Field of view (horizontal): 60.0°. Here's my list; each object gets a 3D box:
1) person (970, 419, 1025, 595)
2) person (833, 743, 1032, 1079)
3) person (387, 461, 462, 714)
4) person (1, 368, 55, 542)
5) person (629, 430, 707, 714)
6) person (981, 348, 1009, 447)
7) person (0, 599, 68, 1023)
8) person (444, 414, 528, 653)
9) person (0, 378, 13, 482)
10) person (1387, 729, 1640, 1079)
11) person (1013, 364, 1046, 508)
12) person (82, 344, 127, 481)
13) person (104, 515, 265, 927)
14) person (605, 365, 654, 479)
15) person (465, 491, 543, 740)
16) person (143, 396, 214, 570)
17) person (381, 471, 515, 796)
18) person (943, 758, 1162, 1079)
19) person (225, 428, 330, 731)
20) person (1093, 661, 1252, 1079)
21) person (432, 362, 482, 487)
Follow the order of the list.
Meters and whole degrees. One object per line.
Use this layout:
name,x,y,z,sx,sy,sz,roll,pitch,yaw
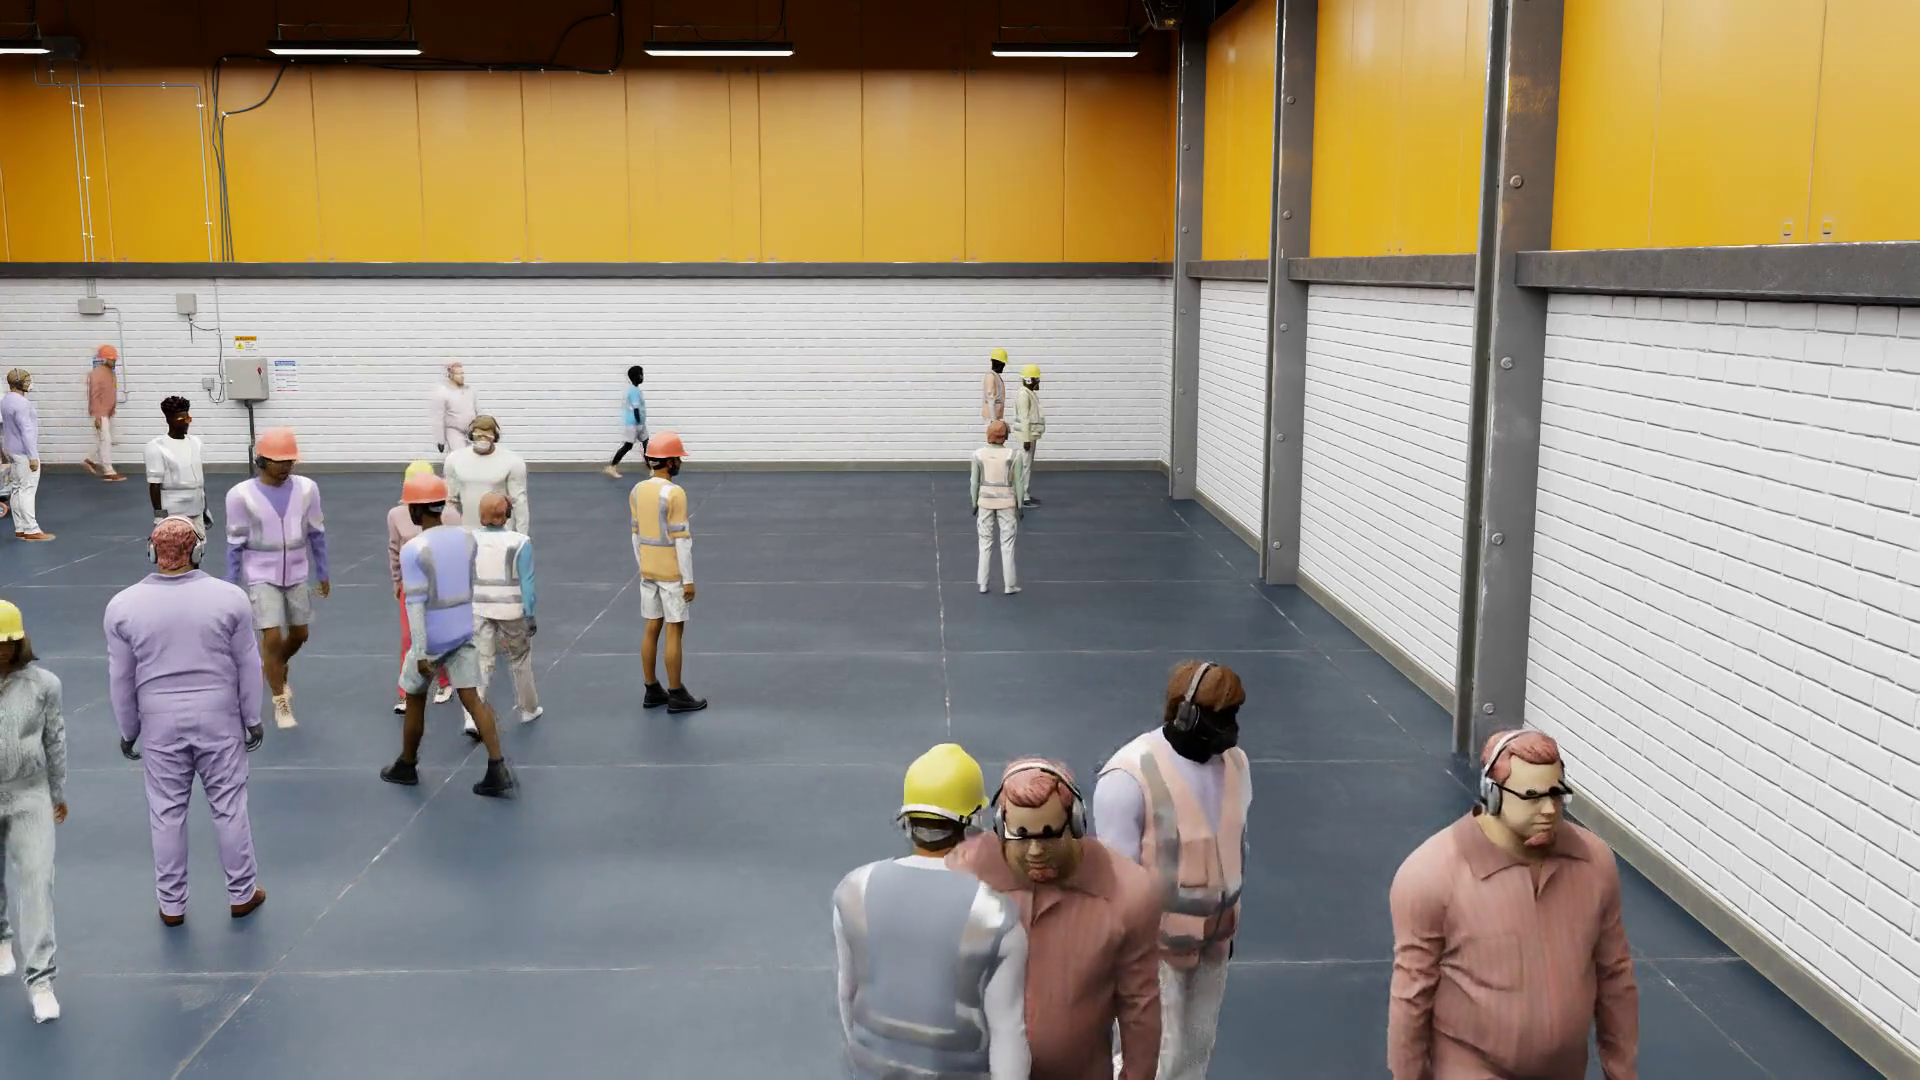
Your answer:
person,0.352,-0.301,15.502,0.522,1.636,0.309,3,10,17
person,-0.046,1.428,4.479,0.606,1.768,0.971,4,10,23
person,-3.655,0.328,11.354,0.537,1.722,0.858,0,9,-3
person,-10.424,-0.944,18.529,0.631,1.940,0.372,9,13,44
person,-2.009,0.216,11.413,0.542,1.939,0.366,8,12,41
person,0.504,-1.759,23.594,0.387,1.916,0.585,1,9,7
person,-3.976,1.071,6.922,0.495,1.696,0.901,-6,11,-34
person,-3.734,-0.052,13.143,0.663,1.913,0.423,0,9,0
person,-13.647,-1.692,23.340,0.692,1.866,0.627,0,9,-1
person,1.464,1.391,4.458,0.656,1.866,0.982,-3,10,-17
person,0.887,-1.331,21.231,0.404,1.827,0.600,1,9,8
person,-12.227,-1.807,23.722,0.615,1.968,0.632,0,9,-1
person,-3.568,0.833,7.721,0.638,1.911,0.406,-3,10,-19
person,-4.724,-1.696,23.994,0.863,1.658,0.534,-1,9,-6
person,-3.018,0.482,10.839,0.534,1.599,0.820,1,9,8
person,-6.656,-0.256,14.231,0.361,1.960,0.614,3,10,18
person,-2.980,0.539,9.593,0.969,1.898,0.544,6,11,35
person,0.206,1.430,4.402,0.658,1.798,1.130,0,9,1
person,-4.603,0.229,11.163,0.663,2.010,0.835,-8,12,-41
person,0.665,1.267,5.334,0.645,1.822,0.522,-7,12,-37
person,-6.387,-1.339,21.201,0.980,1.865,0.647,5,10,26
